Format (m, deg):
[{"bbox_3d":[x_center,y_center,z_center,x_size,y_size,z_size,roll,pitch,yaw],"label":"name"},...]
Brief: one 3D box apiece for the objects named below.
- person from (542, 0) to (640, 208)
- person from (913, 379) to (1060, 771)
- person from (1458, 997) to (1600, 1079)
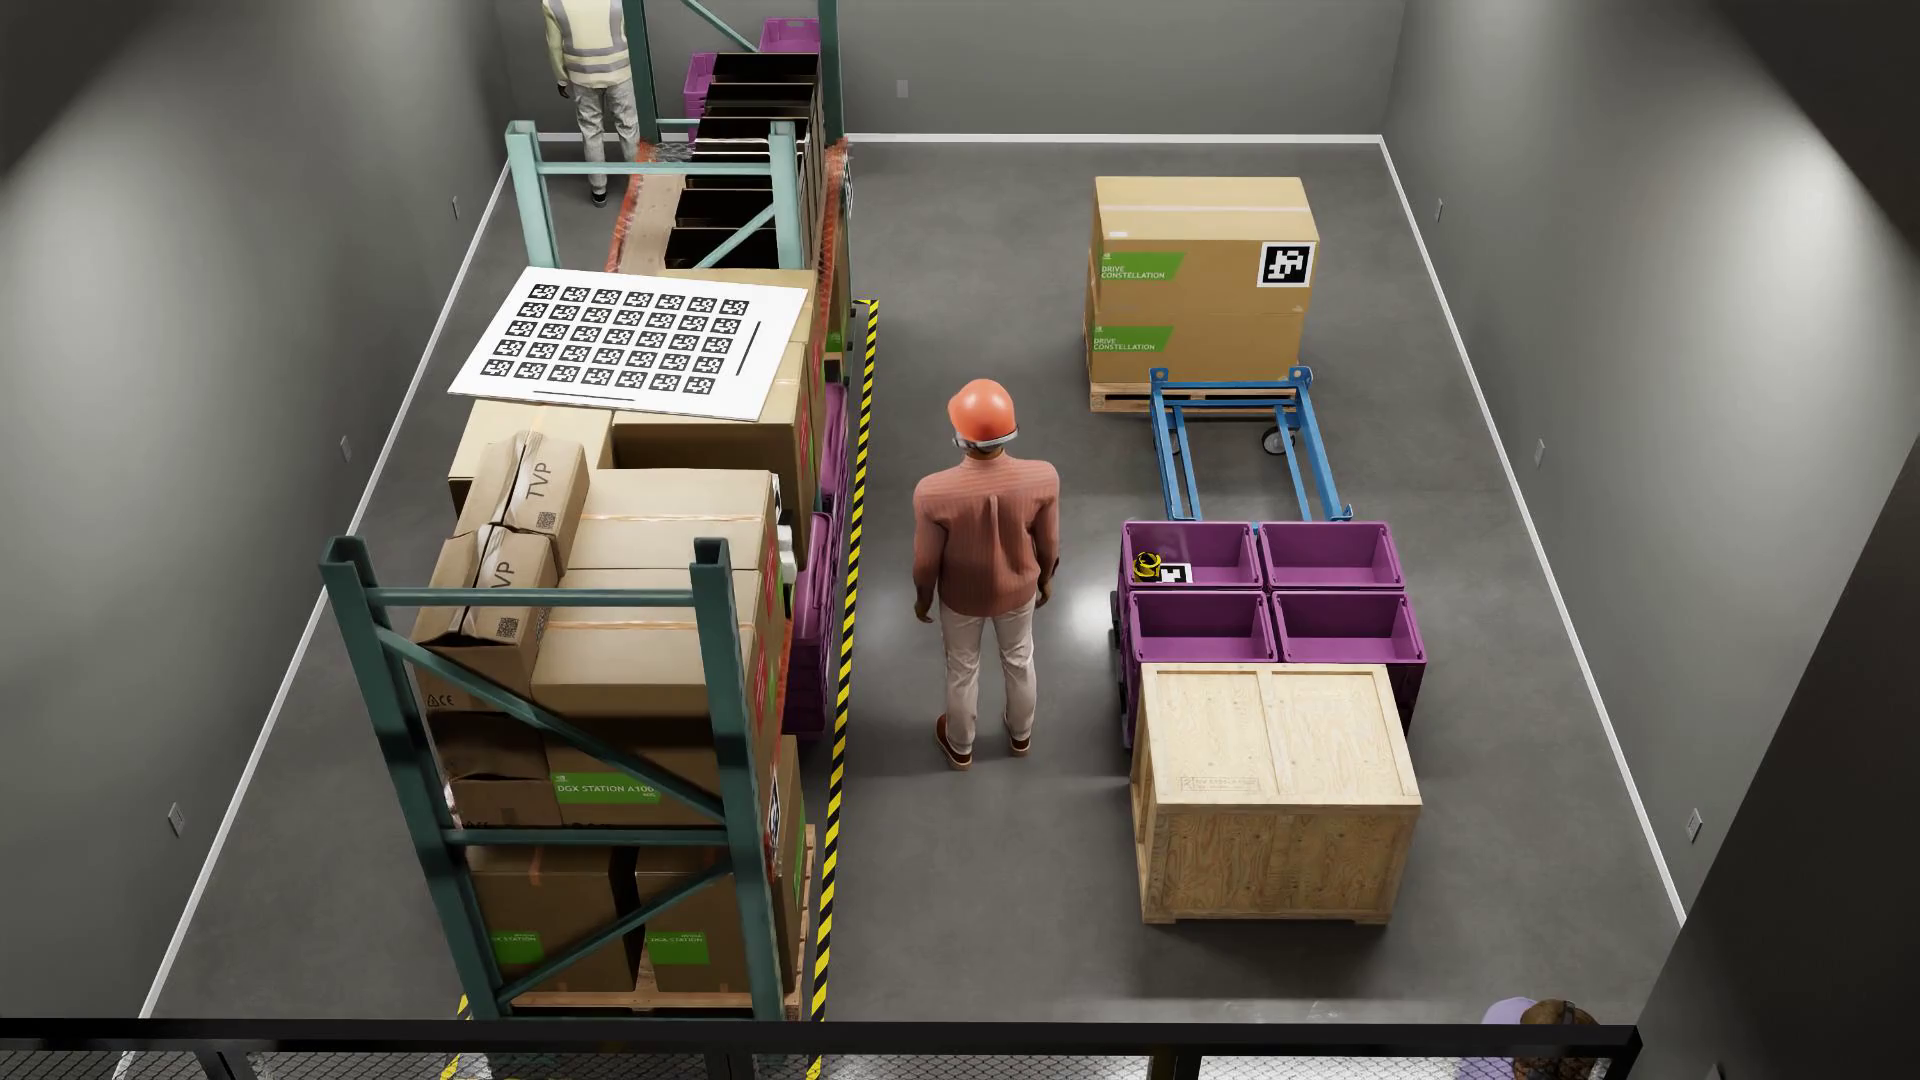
[{"bbox_3d":[-2.292,-2.997,10.612,0.601,1.828,0.404,-5,41,-5],"label":"person"},{"bbox_3d":[0.103,0.174,6.871,0.609,1.997,0.373,-9,42,-10],"label":"person"},{"bbox_3d":[1.539,1.940,4.901,0.355,1.938,0.636,11,42,12],"label":"person"}]
